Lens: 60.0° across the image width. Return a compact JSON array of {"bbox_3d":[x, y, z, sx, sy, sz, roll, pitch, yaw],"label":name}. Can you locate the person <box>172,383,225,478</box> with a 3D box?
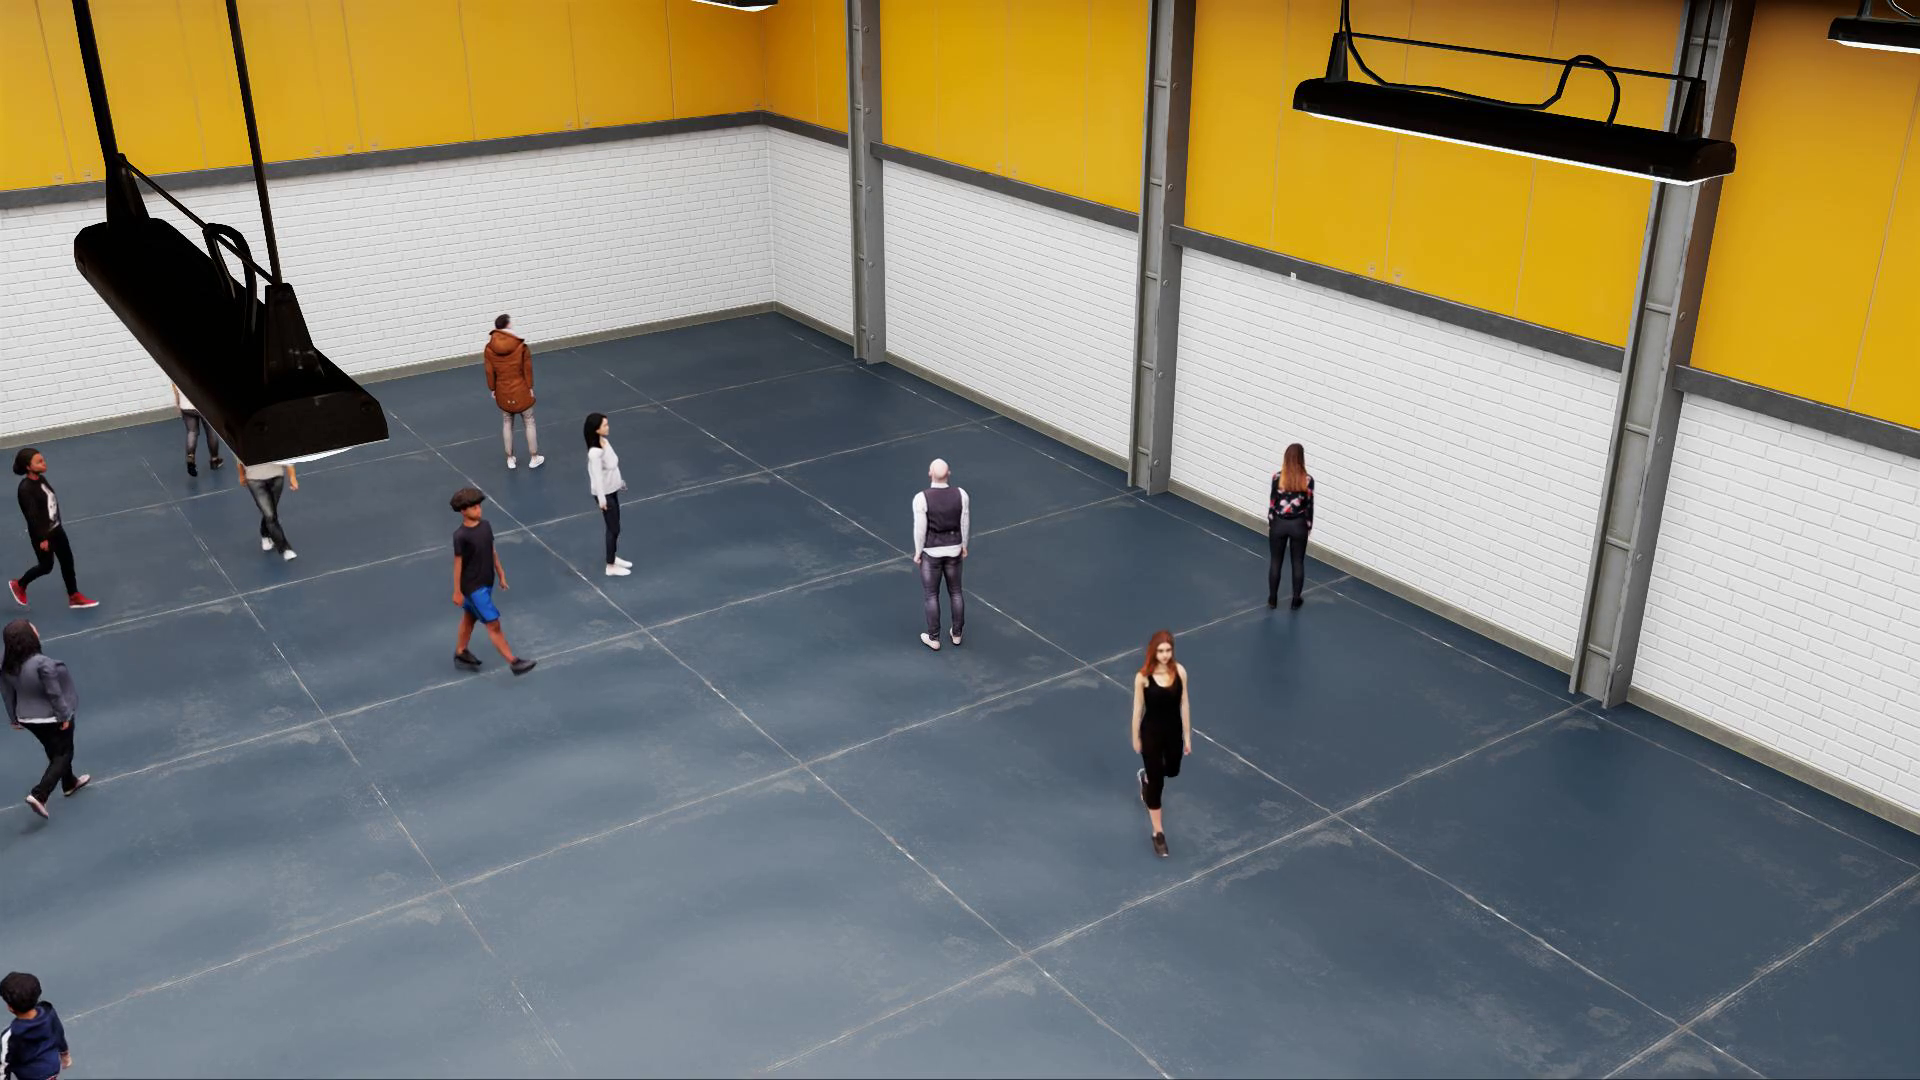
[{"bbox_3d":[-8.836,-1.552,19.154,0.917,1.703,1.079,-2,24,-4],"label":"person"}]

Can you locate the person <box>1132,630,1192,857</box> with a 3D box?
[{"bbox_3d":[1.479,1.419,12.355,0.845,1.704,1.144,-5,24,-12],"label":"person"}]

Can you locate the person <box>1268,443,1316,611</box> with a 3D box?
[{"bbox_3d":[3.159,-0.135,15.936,0.637,1.683,0.710,6,24,13],"label":"person"}]

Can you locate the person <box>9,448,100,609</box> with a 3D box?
[{"bbox_3d":[-8.777,-0.065,15.818,1.018,1.650,1.015,1,24,1],"label":"person"}]

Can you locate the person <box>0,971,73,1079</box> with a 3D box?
[{"bbox_3d":[-5.170,2.995,9.387,0.899,1.193,0.806,7,24,15],"label":"person"}]

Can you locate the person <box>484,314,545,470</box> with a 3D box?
[{"bbox_3d":[-5.201,-1.727,19.386,0.839,1.837,0.878,0,24,1],"label":"person"}]

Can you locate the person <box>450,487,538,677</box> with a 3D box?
[{"bbox_3d":[-4.328,0.381,14.682,1.228,1.743,1.051,9,25,19],"label":"person"}]

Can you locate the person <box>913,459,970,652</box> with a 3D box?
[{"bbox_3d":[-0.176,0.125,15.168,0.744,1.822,0.688,-8,25,-18],"label":"person"}]

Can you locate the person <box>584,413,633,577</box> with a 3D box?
[{"bbox_3d":[-3.603,-0.480,16.707,0.800,1.698,0.705,-1,24,-2],"label":"person"}]

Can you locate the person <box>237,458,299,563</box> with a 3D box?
[{"bbox_3d":[-7.157,-0.647,17.033,0.664,1.743,1.148,-14,27,-28],"label":"person"}]

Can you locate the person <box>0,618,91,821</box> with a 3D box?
[{"bbox_3d":[-7.024,1.357,12.654,1.005,1.578,1.039,7,24,15],"label":"person"}]
